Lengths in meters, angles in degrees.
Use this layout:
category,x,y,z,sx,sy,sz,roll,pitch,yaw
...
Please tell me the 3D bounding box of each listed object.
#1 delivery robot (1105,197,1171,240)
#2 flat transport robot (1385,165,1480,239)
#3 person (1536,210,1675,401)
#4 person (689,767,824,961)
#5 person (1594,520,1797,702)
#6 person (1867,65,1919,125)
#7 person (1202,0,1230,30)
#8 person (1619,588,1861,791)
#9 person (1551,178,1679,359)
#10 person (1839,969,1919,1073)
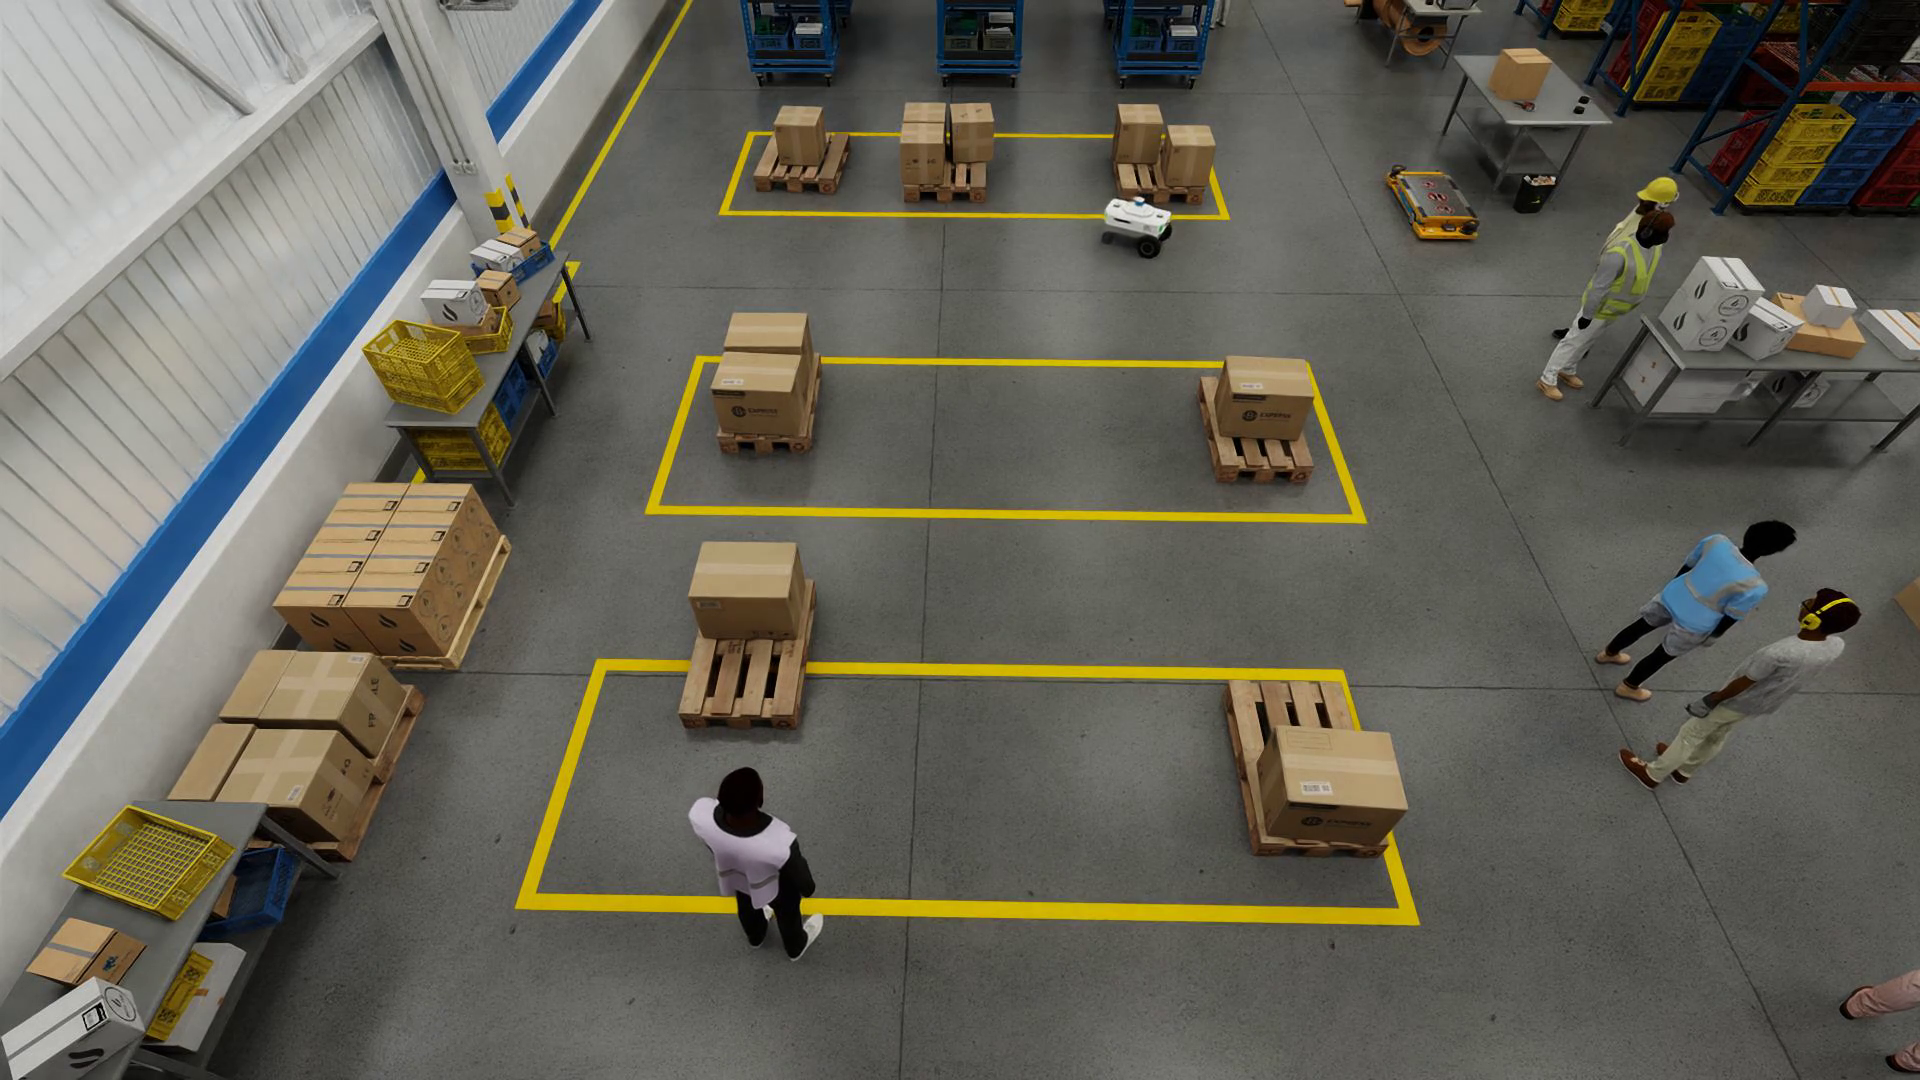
category,x,y,z,sx,sy,sz,roll,pitch,yaw
delivery robot,2.013,-3.657,10.434,0.707,0.478,0.477,20,52,17
flat transport robot,5.692,-4.094,11.059,0.652,0.197,1.431,1,49,1
person,5.864,-2.117,8.314,0.627,1.847,0.429,-24,53,-20
person,-1.060,1.781,4.900,0.590,1.912,0.388,15,51,13
person,4.923,0.471,6.178,0.323,1.689,0.537,-2,49,-2
person,11.814,-5.657,11.316,0.361,1.938,0.635,-10,50,-9
person,4.133,-8.911,14.330,0.523,1.636,0.308,-23,53,-18
person,4.794,0.968,5.640,0.517,1.858,0.330,-10,50,-9
person,6.246,-2.573,8.726,0.403,1.824,0.597,12,50,10
person,5.291,2.192,4.548,0.406,1.903,0.638,-13,50,-11
